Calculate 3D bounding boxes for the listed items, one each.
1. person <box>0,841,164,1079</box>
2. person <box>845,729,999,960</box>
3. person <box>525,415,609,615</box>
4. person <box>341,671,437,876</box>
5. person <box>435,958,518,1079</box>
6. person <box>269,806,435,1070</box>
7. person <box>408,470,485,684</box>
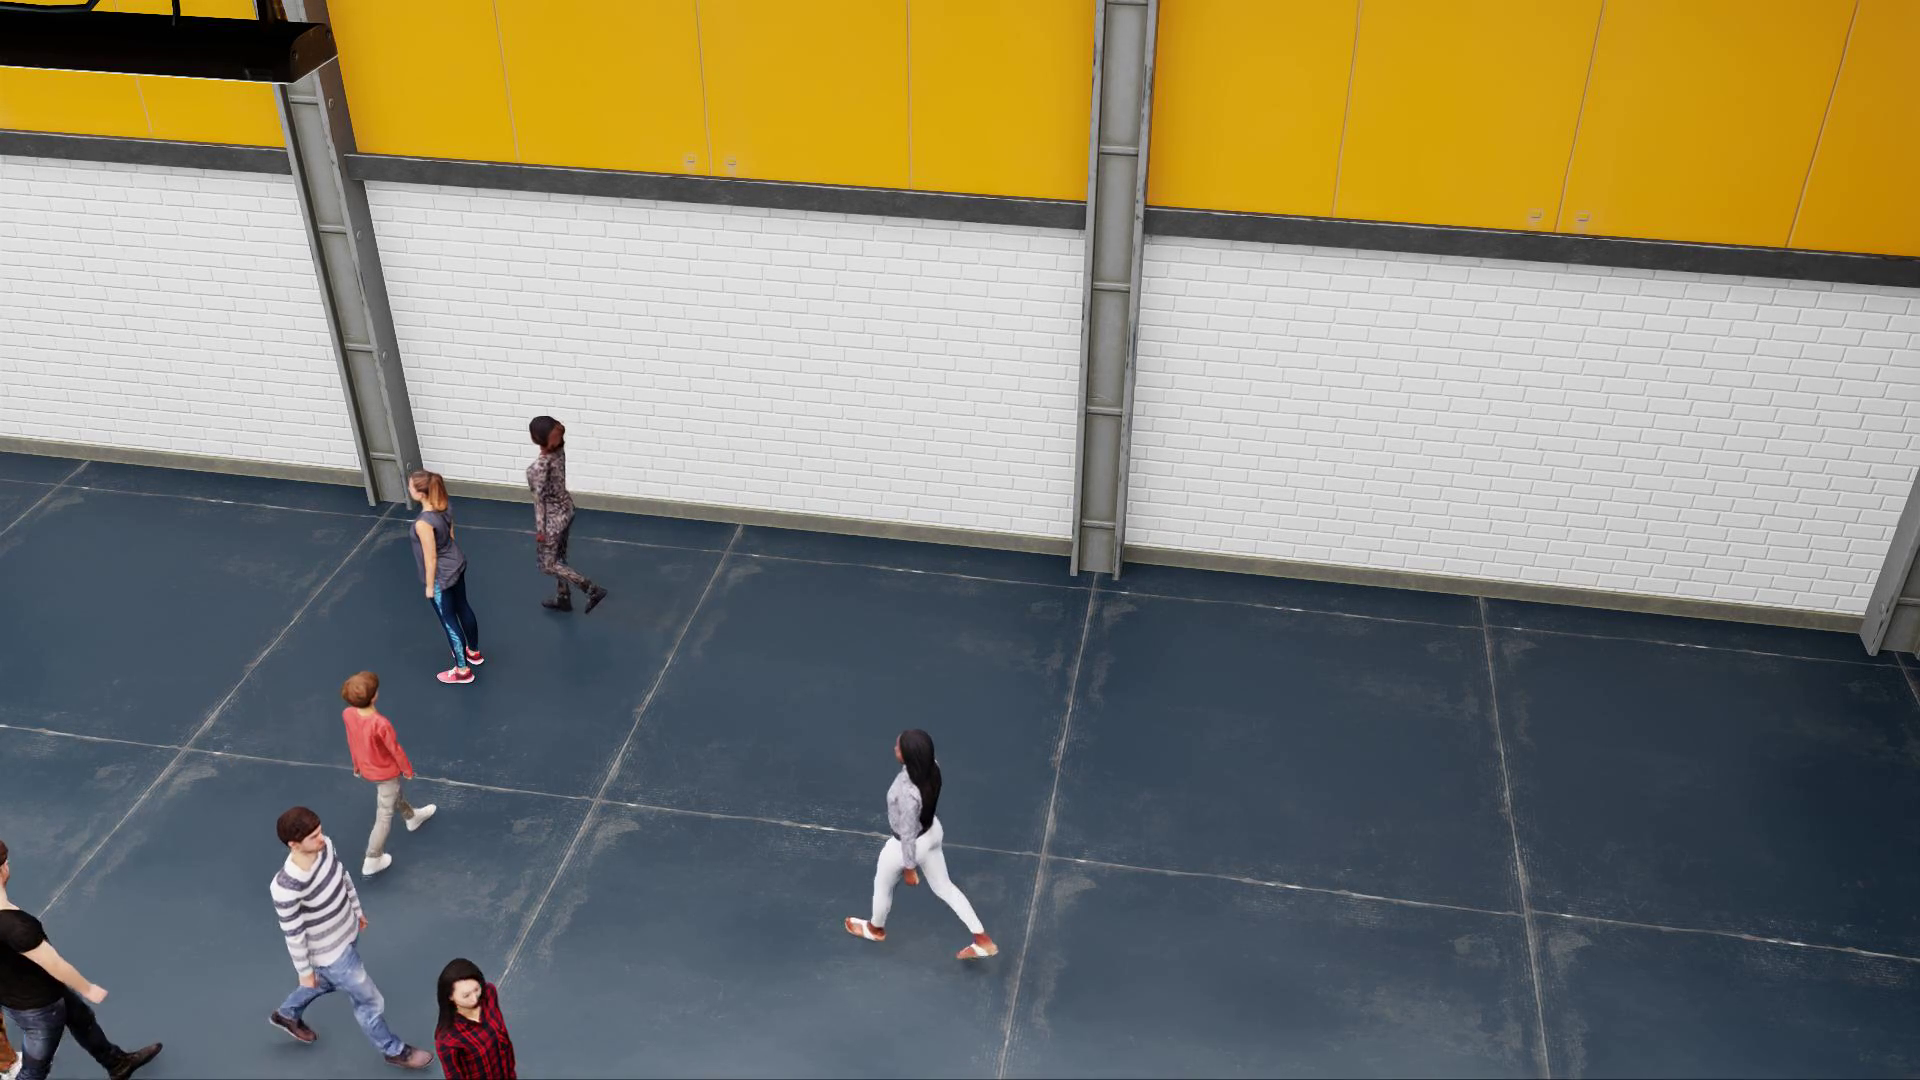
[{"bbox_3d":[-4.784,2.390,8.429,1.277,1.855,1.122,23,40,31],"label":"person"},{"bbox_3d":[-0.169,1.779,9.503,1.249,1.683,0.797,13,36,19],"label":"person"},{"bbox_3d":[-2.951,-0.142,12.371,0.813,1.708,0.599,7,34,11],"label":"person"},{"bbox_3d":[-3.620,1.451,10.264,0.929,1.388,0.768,15,37,22],"label":"person"},{"bbox_3d":[-2.374,2.665,8.197,0.555,1.654,0.617,11,35,15],"label":"person"},{"bbox_3d":[-3.436,2.137,8.848,1.183,1.812,0.713,3,34,5],"label":"person"},{"bbox_3d":[-3.652,0.244,11.779,0.519,1.721,0.551,5,34,7],"label":"person"}]
